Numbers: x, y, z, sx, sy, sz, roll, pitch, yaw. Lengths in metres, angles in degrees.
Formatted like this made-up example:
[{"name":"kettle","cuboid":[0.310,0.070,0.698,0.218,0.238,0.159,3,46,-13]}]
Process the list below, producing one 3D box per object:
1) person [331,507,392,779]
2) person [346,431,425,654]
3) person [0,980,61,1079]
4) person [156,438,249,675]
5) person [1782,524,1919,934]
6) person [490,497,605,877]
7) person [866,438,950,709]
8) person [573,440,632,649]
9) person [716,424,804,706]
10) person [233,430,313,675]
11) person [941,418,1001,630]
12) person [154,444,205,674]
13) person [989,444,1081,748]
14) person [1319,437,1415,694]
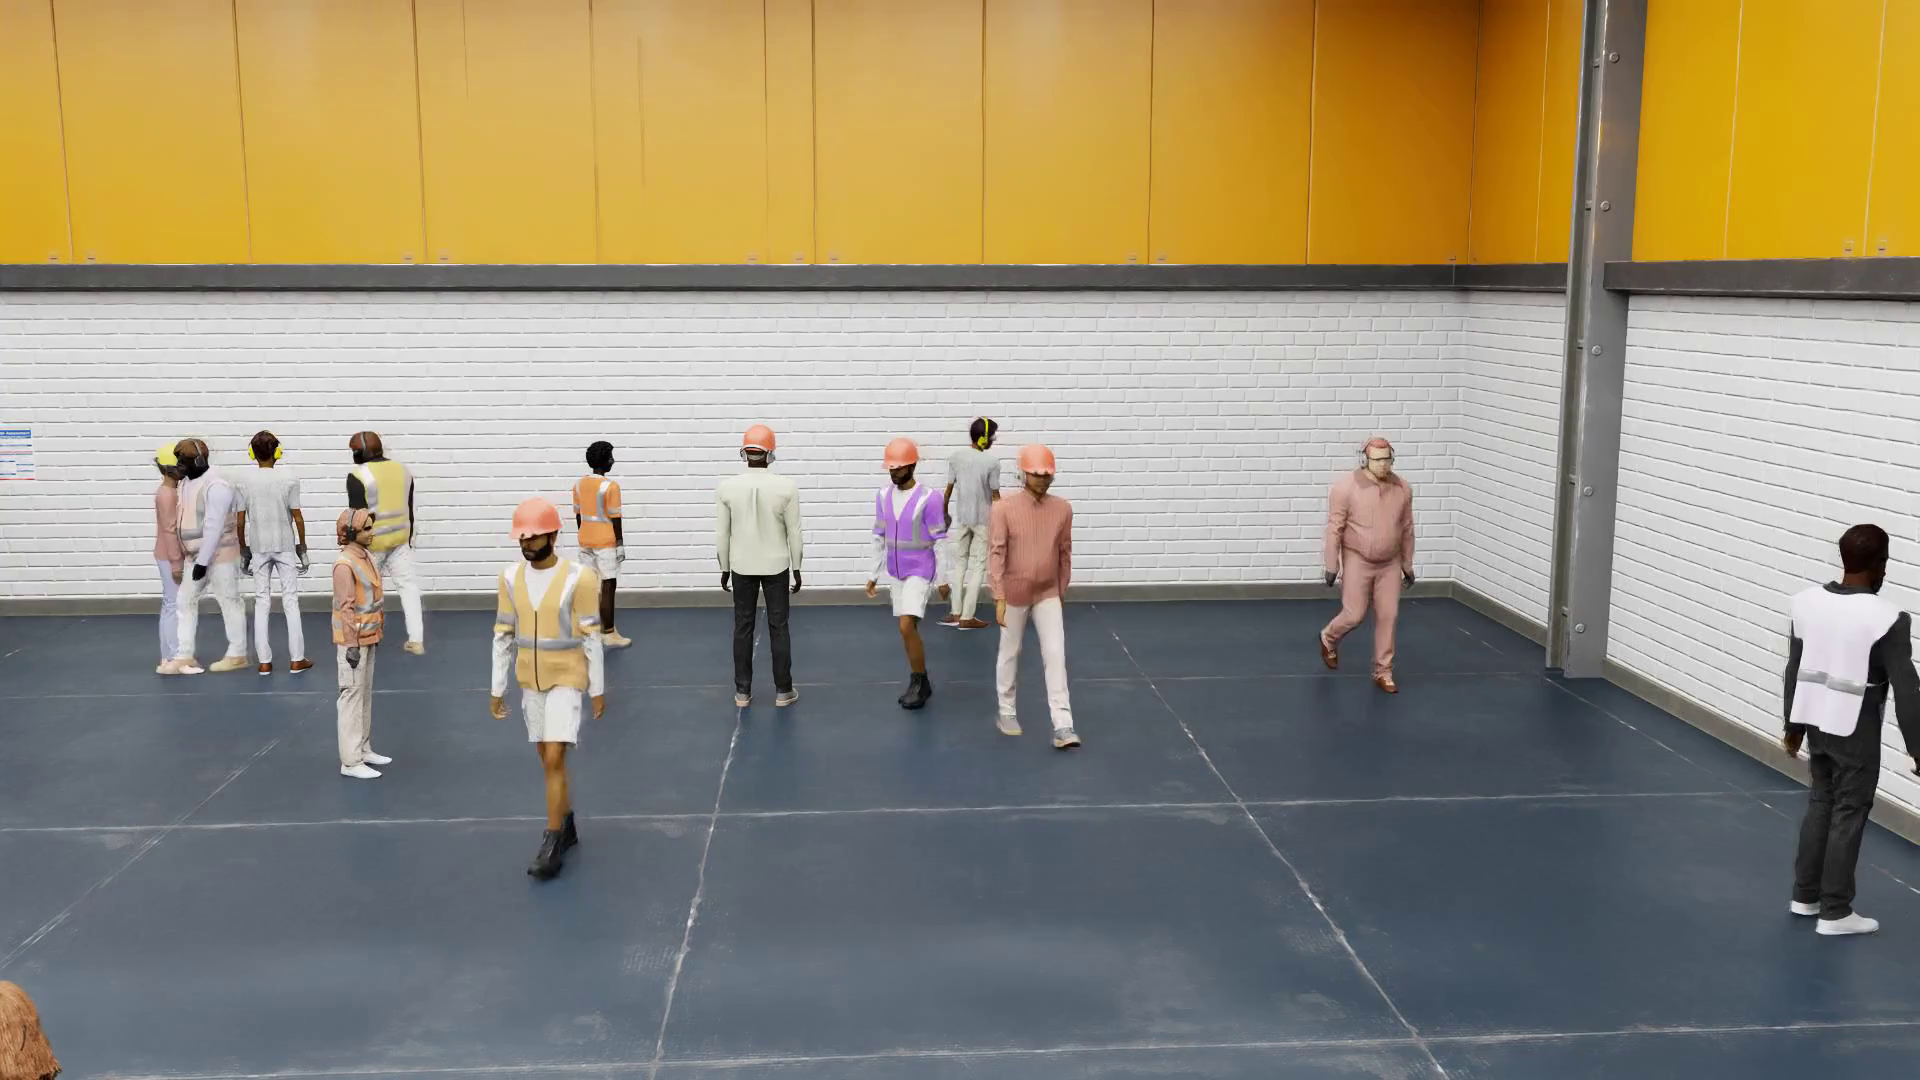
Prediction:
[{"name":"person","cuboid":[-3.650,0.617,10.101,0.311,1.638,0.523,-1,9,-6]},{"name":"person","cuboid":[-4.708,0.018,13.370,0.926,1.786,0.667,6,11,33]},{"name":"person","cuboid":[-1.937,1.690,3.413,0.502,1.626,0.282,-6,11,-35]},{"name":"person","cuboid":[-5.771,0.141,12.544,0.629,1.810,0.780,6,11,34]},{"name":"person","cuboid":[4.075,0.874,7.634,0.455,1.912,0.612,-3,9,-16]},{"name":"person","cuboid":[-2.154,0.744,8.452,0.564,1.906,0.791,3,10,18]},{"name":"person","cuboid":[-0.372,0.234,11.639,0.552,1.910,0.564,7,12,39]},{"name":"person","cuboid":[-2.927,0.035,13.570,0.540,1.695,0.317,7,12,38]},{"name":"person","cuboid":[-1.401,0.185,11.700,0.613,1.994,0.381,0,9,1]},{"name":"person","cuboid":[-5.224,0.095,12.663,0.510,1.870,0.328,-2,9,-12]},{"name":"person","cuboid":[0.079,-0.134,14.249,0.655,1.830,0.309,6,11,31]},{"name":"person","cuboid":[-5.986,0.147,12.706,0.383,1.761,0.546,-4,10,-22]},{"name":"person","cuboid":[0.485,0.366,10.698,0.634,1.950,0.989,-3,10,-18]},{"name":"person","cuboid":[2.994,0.153,12.273,0.680,1.879,0.694,-2,9,-12]}]
